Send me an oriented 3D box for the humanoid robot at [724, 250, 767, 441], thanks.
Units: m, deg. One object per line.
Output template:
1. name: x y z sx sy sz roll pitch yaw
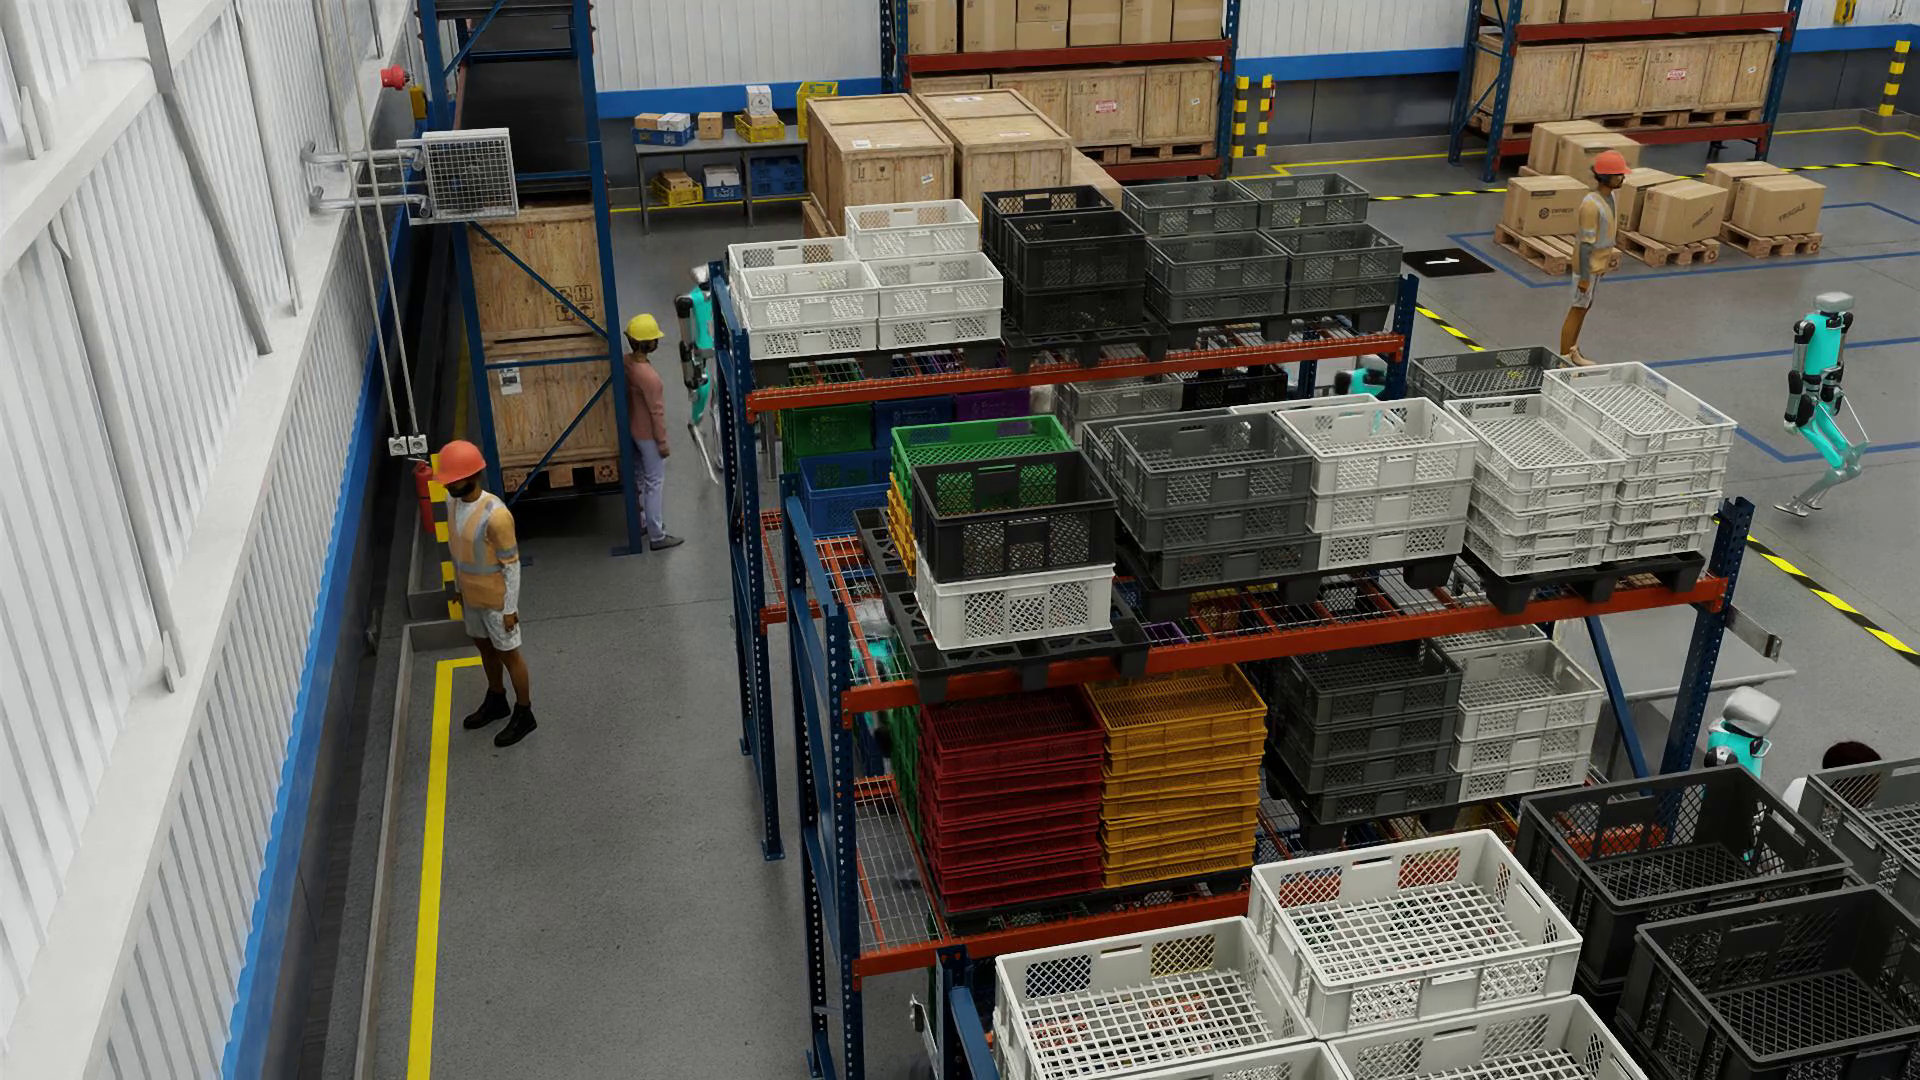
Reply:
1. humanoid robot: -1.714 -1.618 13.595 0.584 1.649 0.390 25 36 38

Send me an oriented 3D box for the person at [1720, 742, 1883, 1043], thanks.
1. person: 3.546 1.660 7.141 0.381 1.910 0.590 7 29 14

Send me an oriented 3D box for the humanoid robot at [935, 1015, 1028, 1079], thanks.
1. humanoid robot: 0.042 2.385 6.023 0.424 1.630 0.607 -23 36 -37

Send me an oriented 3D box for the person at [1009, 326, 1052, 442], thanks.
1. person: 0.440 -0.641 11.584 0.340 1.838 0.504 -24 36 -37

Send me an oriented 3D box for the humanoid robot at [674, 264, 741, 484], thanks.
1. humanoid robot: -1.990 -1.335 13.010 0.550 1.808 0.718 -15 32 -27

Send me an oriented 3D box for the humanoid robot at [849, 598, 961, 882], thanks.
1. humanoid robot: -0.156 1.142 8.423 0.779 1.893 0.546 -1 28 -2

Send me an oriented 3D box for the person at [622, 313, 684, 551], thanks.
1. person: -2.230 -0.779 11.927 0.336 1.759 0.525 -18 33 -31

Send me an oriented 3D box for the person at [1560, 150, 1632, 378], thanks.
1. person: 5.621 -2.440 14.771 0.365 2.048 0.606 16 32 28

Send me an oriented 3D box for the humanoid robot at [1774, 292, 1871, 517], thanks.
1. humanoid robot: 6.365 -0.935 12.108 0.533 1.672 0.735 -14 31 -25

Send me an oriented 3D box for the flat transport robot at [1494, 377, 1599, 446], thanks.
1. flat transport robot: 4.780 -1.036 14.013 0.659 0.231 1.431 -6 28 -12

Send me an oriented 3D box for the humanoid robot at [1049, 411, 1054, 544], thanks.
1. humanoid robot: 0.462 -0.066 10.718 0.724 1.633 0.613 -4 28 -8

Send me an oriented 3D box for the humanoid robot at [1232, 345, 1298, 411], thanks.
1. humanoid robot: 2.177 -0.576 11.575 0.566 1.773 0.855 19 33 31

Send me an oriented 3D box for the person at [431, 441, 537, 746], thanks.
1. person: -2.784 0.310 9.674 0.549 1.933 0.372 21 34 34

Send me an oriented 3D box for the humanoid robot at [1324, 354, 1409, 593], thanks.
1. humanoid robot: 2.709 -0.343 11.187 0.531 1.838 0.782 5 28 10

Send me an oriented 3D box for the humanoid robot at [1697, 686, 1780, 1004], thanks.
1. humanoid robot: 3.631 1.489 7.498 0.735 1.681 0.533 21 34 34

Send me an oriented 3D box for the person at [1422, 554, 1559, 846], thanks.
1. person: 2.807 0.871 8.774 0.659 1.797 0.919 -19 33 -32

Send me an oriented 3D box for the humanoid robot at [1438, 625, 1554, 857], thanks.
1. humanoid robot: 2.683 1.110 8.434 0.394 1.632 0.591 3 28 6
